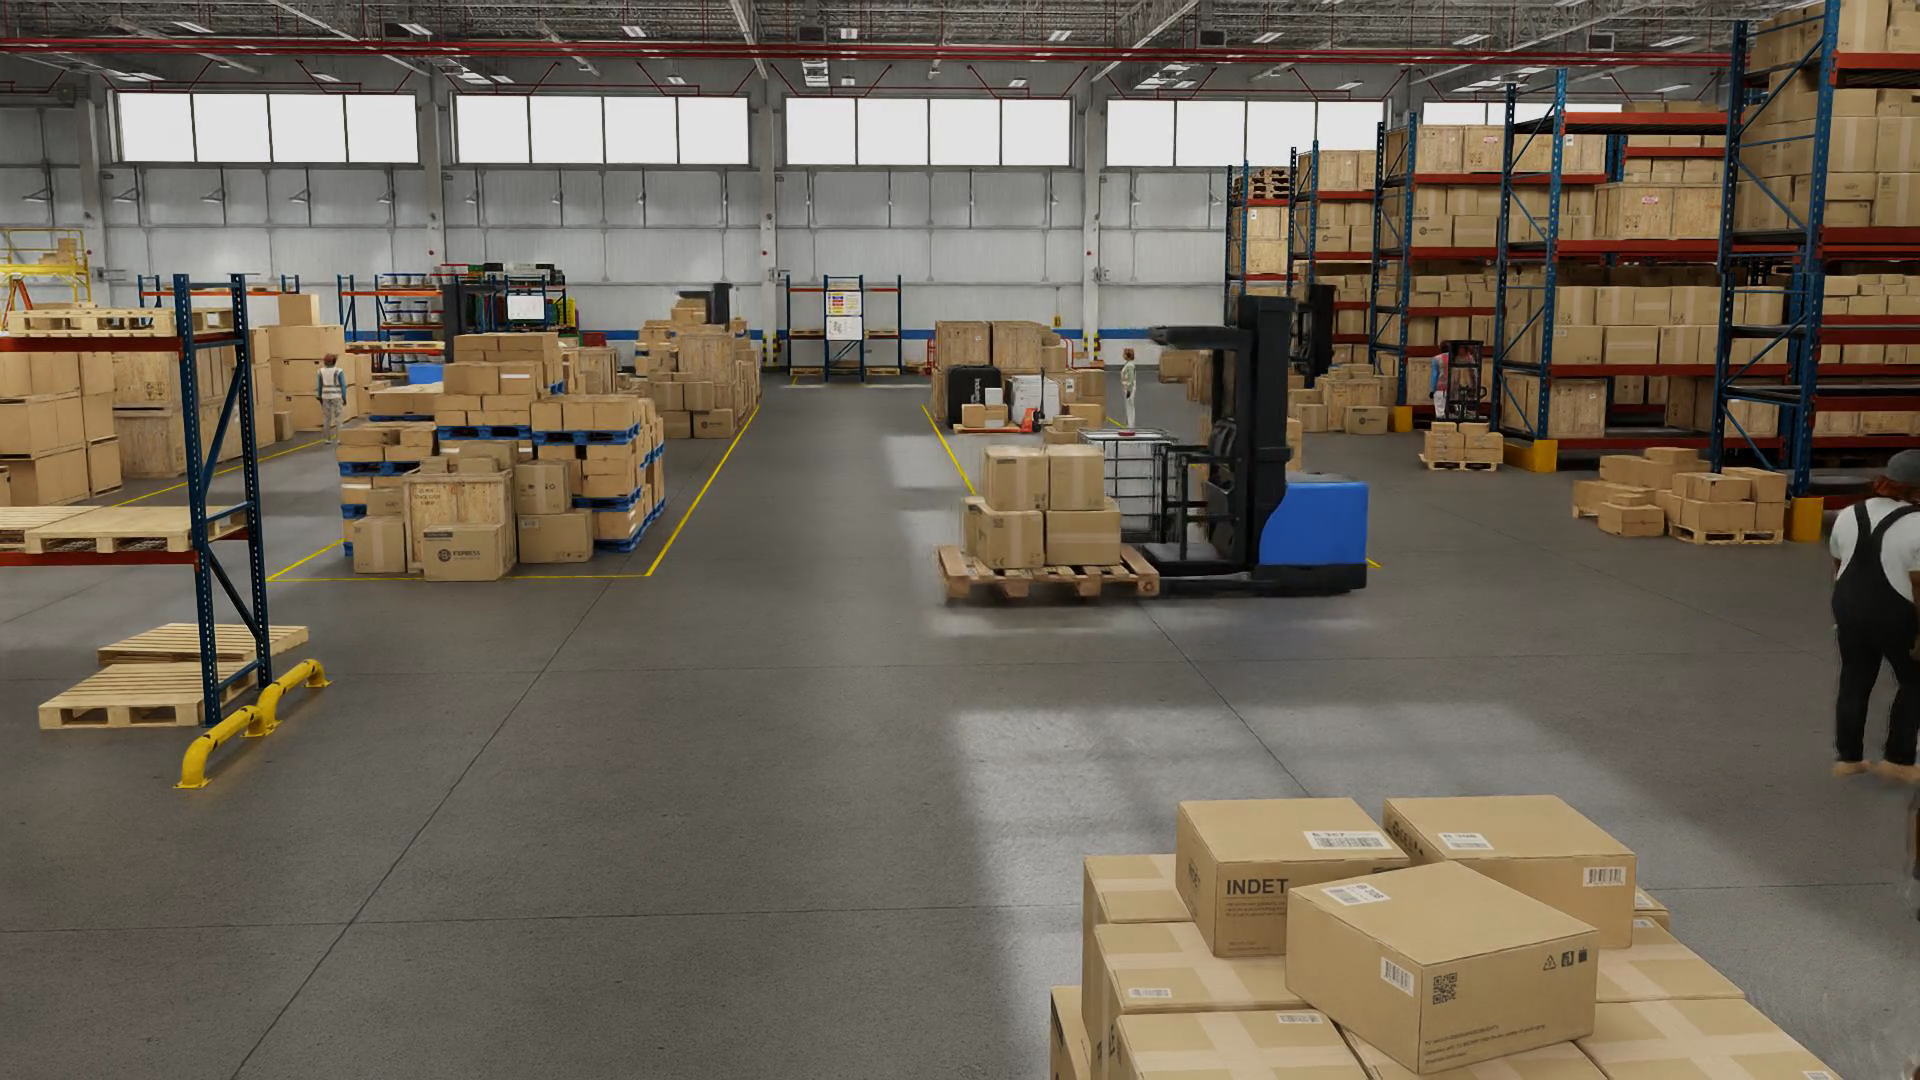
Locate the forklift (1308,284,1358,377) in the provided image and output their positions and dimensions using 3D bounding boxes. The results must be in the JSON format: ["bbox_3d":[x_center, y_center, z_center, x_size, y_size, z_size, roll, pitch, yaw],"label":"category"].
[{"bbox_3d":[7.810,-4.131,35.970,1.873,2.768,1.129,-1,9,-4],"label":"forklift"}]

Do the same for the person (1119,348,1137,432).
[{"bbox_3d":[3.226,-2.852,31.817,0.310,1.642,0.514,0,9,-2],"label":"person"}]

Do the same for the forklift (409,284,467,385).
[{"bbox_3d":[-11.056,-4.207,36.443,1.873,2.768,1.129,-1,9,-4],"label":"forklift"}]

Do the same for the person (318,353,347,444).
[{"bbox_3d":[-11.228,-2.522,29.756,0.518,1.636,0.312,1,9,9],"label":"person"}]

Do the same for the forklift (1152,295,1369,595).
[{"bbox_3d":[2.892,-0.938,15.918,1.873,2.768,1.129,-1,9,-4],"label":"forklift"}]

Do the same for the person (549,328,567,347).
[{"bbox_3d":[-8.423,-3.440,34.581,0.630,1.940,0.372,1,9,6],"label":"person"}]

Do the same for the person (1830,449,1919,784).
[{"bbox_3d":[5.519,0.438,9.908,0.567,2.000,0.737,-5,10,-27],"label":"person"}]

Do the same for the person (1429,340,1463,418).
[{"bbox_3d":[8.927,-2.765,30.657,0.621,1.840,0.430,-3,9,-17],"label":"person"}]

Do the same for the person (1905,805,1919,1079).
[{"bbox_3d":[3.643,1.184,5.826,0.525,1.856,0.465,-4,10,-21],"label":"person"}]

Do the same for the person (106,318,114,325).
[{"bbox_3d":[-23.851,-5.386,46.909,0.631,1.894,0.969,5,11,31],"label":"person"}]

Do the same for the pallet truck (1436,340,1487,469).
[{"bbox_3d":[8.004,-2.170,26.422,0.823,1.965,1.885,2,9,14],"label":"pallet truck"}]

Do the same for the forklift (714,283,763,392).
[{"bbox_3d":[-5.929,-5.050,41.738,1.873,2.768,1.129,-1,9,-4],"label":"forklift"}]
